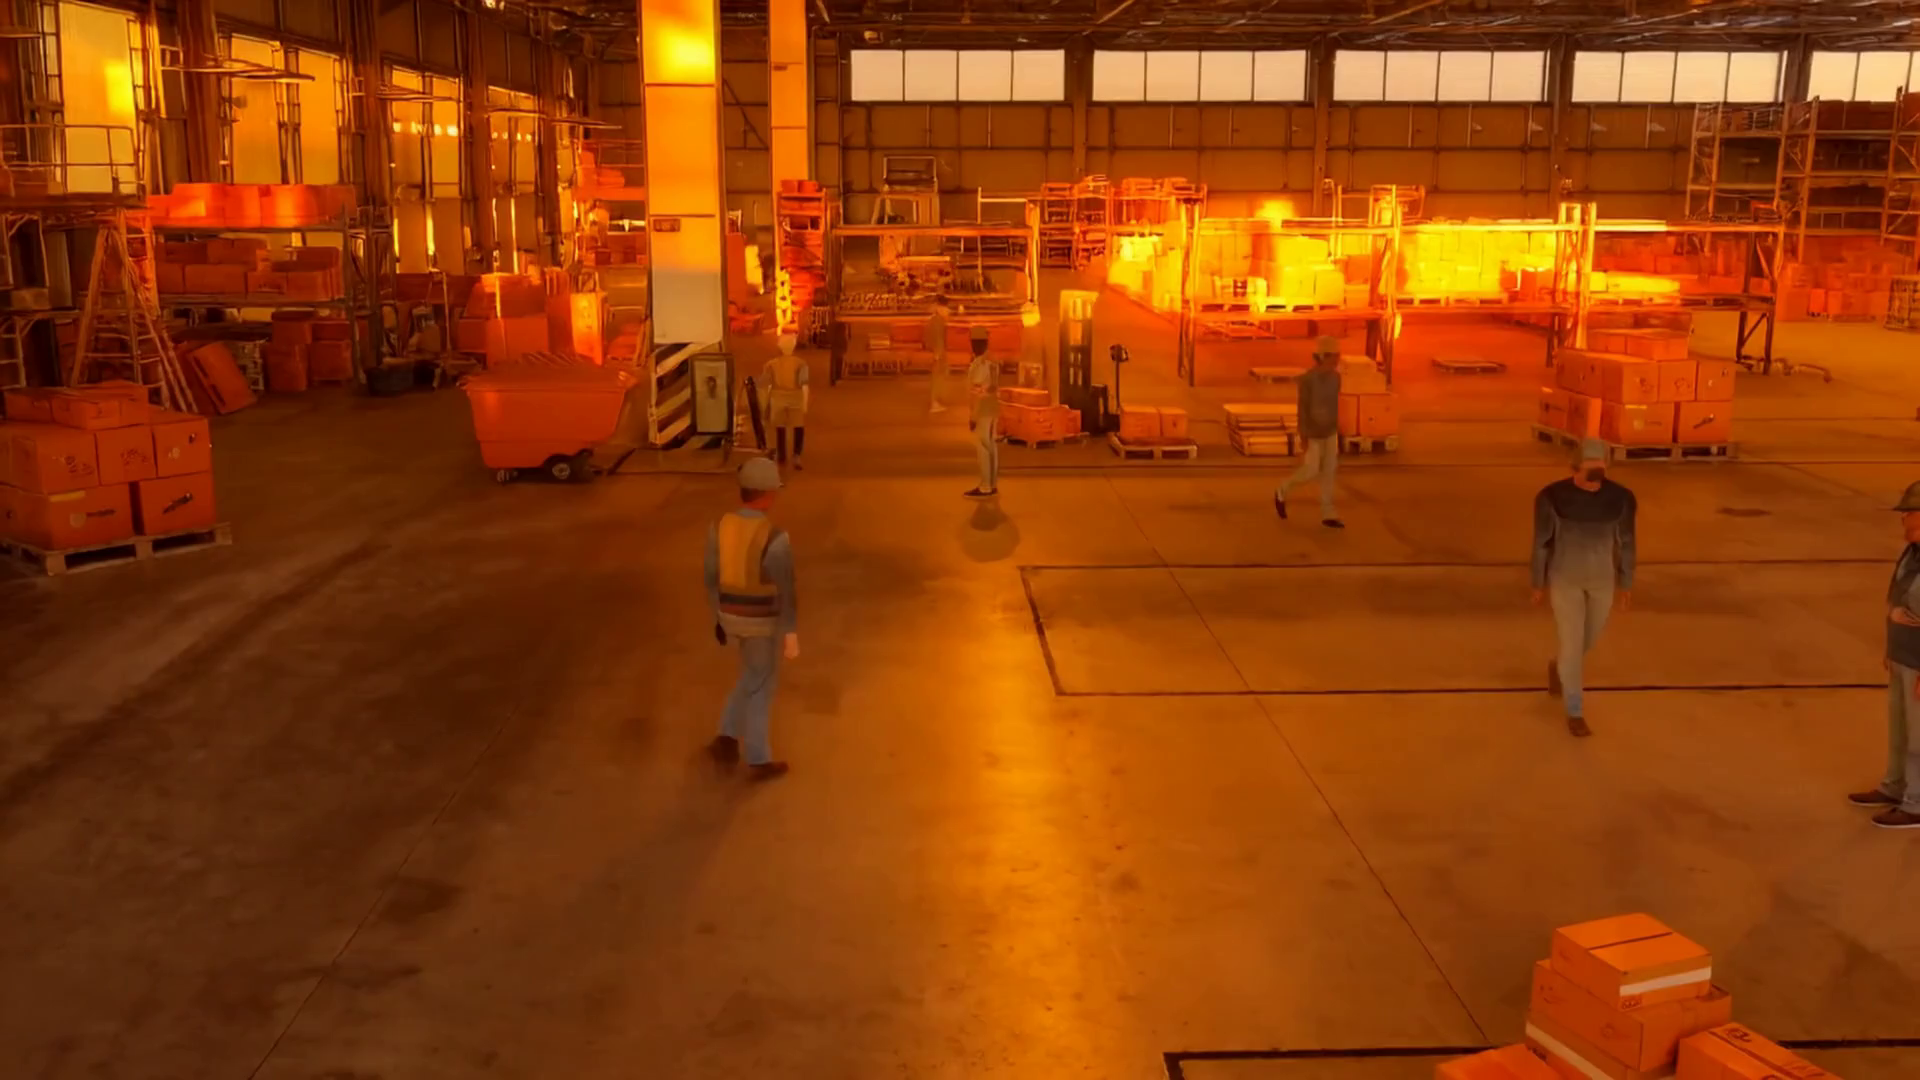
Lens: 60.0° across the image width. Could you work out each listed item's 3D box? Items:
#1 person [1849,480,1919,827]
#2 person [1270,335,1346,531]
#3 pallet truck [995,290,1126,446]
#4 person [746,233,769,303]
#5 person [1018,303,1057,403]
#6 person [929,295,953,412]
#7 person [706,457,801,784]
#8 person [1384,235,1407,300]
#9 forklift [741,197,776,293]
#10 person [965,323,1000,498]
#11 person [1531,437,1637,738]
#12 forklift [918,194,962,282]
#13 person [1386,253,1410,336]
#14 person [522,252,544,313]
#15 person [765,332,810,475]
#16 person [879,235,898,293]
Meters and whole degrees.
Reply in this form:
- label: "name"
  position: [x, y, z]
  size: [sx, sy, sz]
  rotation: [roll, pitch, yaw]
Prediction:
- label: "person"
  position: [5.212, 0.616, 9.107]
  size: [0.368, 1.926, 0.594]
  rotation: [2, 13, 9]
- label: "person"
  position: [3.542, -1.093, 16.746]
  size: [0.615, 1.969, 0.798]
  rotation: [-8, 15, -34]
- label: "pallet truck"
  position: [1.257, -2.299, 22.111]
  size: [1.885, 1.965, 0.823]
  rotation: [-9, 15, -35]
- label: "person"
  position: [-5.758, -7.477, 45.728]
  size: [0.933, 1.908, 0.631]
  rotation: [6, 14, 23]
- label: "person"
  position: [1.080, -2.547, 23.860]
  size: [0.483, 1.720, 0.762]
  rotation: [11, 16, 40]
- label: "person"
  position: [-0.293, -2.777, 24.817]
  size: [0.410, 1.748, 0.560]
  rotation: [-3, 13, -11]
- label: "person"
  position: [-1.185, 0.477, 9.721]
  size: [0.425, 1.935, 0.605]
  rotation: [-12, 17, -43]
- label: "person"
  position: [11.994, -7.504, 45.855]
  size: [0.593, 1.900, 0.513]
  rotation: [-1, 13, -3]
- label: "forklift"
  position: [-6.139, -8.606, 48.577]
  size: [1.873, 2.768, 1.129]
  rotation: [0, 12, -2]
- label: "person"
  position: [0.234, -1.426, 18.333]
  size: [0.386, 1.922, 0.594]
  rotation: [5, 13, 21]
- label: "person"
  position: [4.025, 0.248, 10.835]
  size: [0.633, 1.908, 0.957]
  rotation: [1, 13, 4]
- label: "forklift"
  position: [-0.946, -9.832, 54.110]
  size: [1.873, 2.768, 1.129]
  rotation: [-7, 14, -28]
- label: "person"
  position: [9.568, -5.373, 36.427]
  size: [0.521, 1.823, 0.831]
  rotation: [3, 13, 12]
- label: "person"
  position: [-10.428, -6.201, 40.581]
  size: [0.563, 1.638, 0.375]
  rotation: [1, 13, 3]
- label: "person"
  position: [-2.044, -1.613, 19.731]
  size: [0.546, 1.686, 0.366]
  rotation: [1, 13, 3]
- label: "person"
  position: [-2.105, -8.349, 49.660]
  size: [0.639, 1.903, 0.968]
  rotation: [6, 14, 25]
